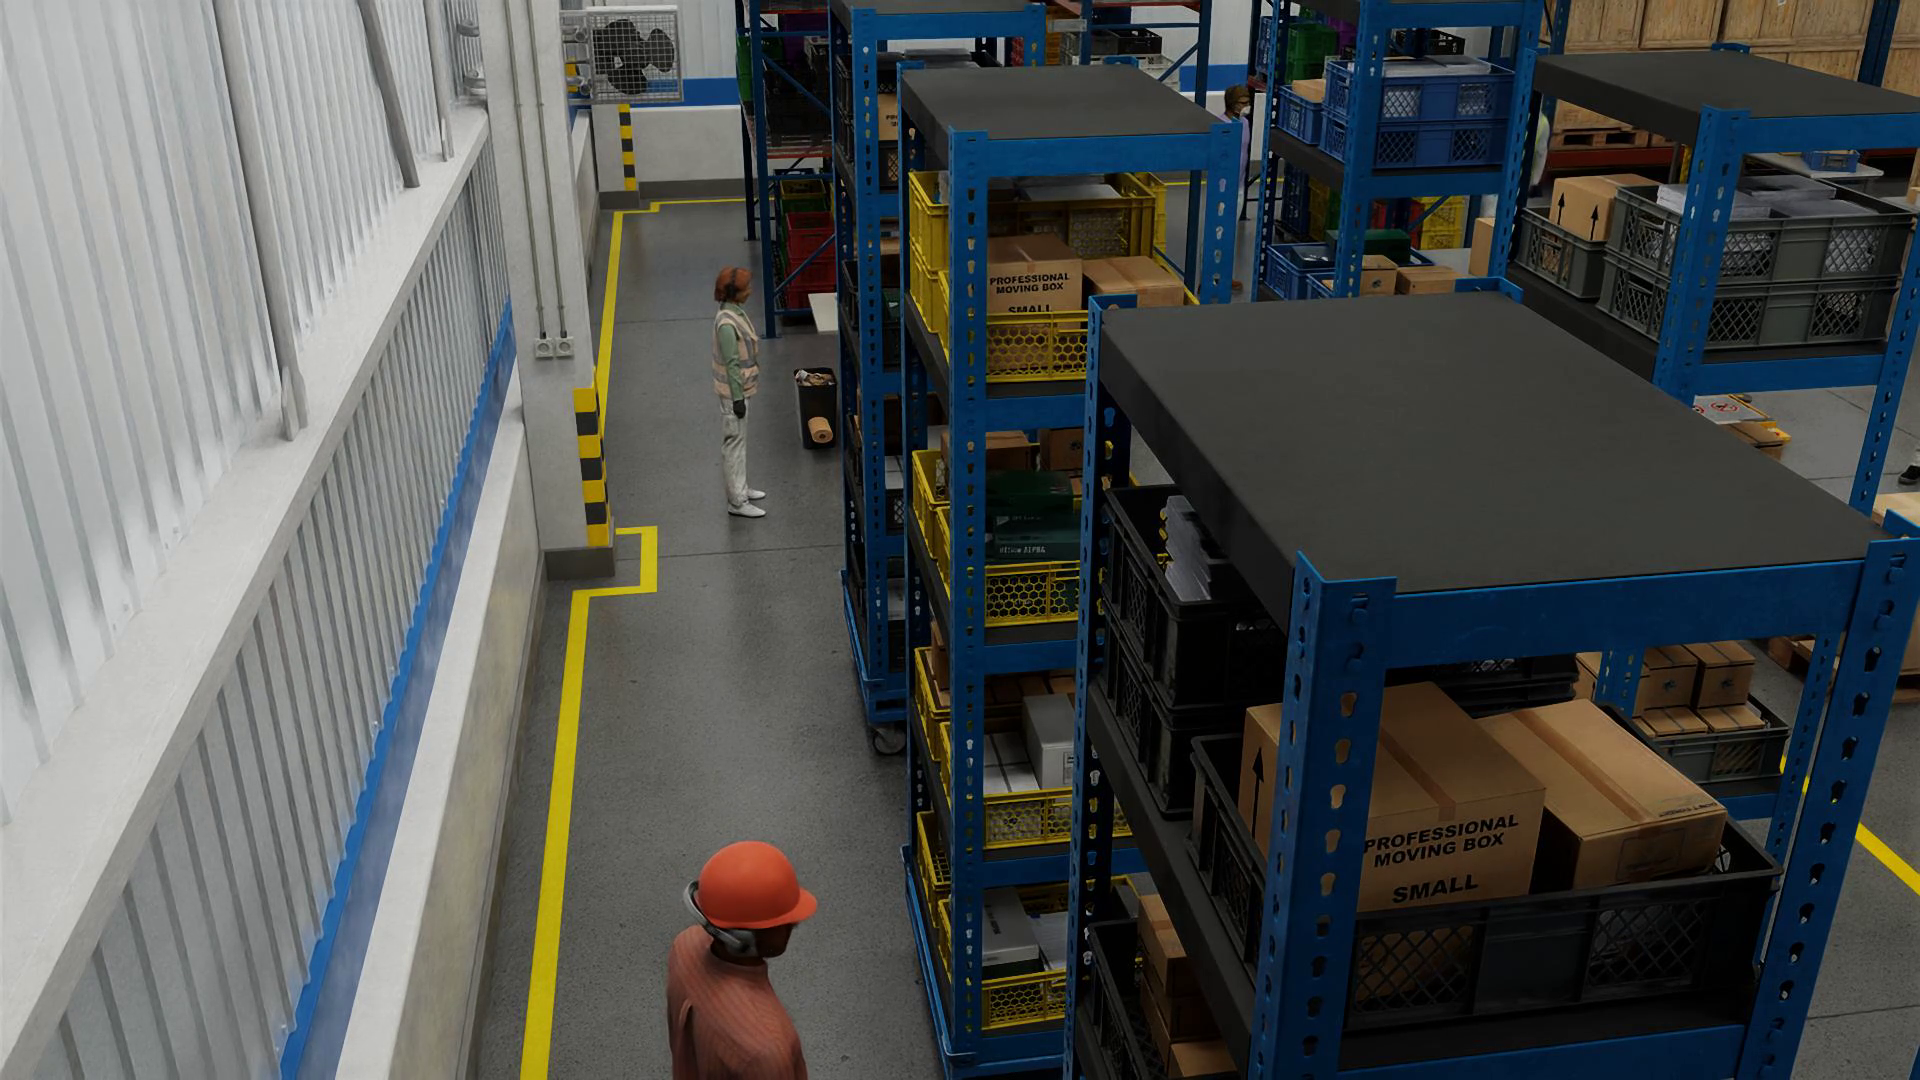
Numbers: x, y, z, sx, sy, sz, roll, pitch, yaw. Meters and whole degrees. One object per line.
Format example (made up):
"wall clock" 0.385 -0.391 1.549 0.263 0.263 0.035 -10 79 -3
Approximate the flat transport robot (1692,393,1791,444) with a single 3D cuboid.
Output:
"flat transport robot" 5.224 -0.859 12.132 1.431 0.197 0.652 -4 25 -8

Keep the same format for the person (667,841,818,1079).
"person" -0.566 1.683 4.562 0.391 1.990 0.623 -14 28 -28

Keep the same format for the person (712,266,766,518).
"person" -1.439 -0.959 10.727 0.307 1.637 0.512 -2 25 -5

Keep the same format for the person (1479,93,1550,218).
"person" 5.237 -3.441 15.916 0.647 1.826 0.481 8 26 16

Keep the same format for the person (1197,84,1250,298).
"person" 2.441 -3.203 15.256 0.362 1.931 0.627 16 29 31

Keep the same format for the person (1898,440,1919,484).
"person" 6.706 -1.193 11.002 0.401 1.835 0.587 -21 32 -38
